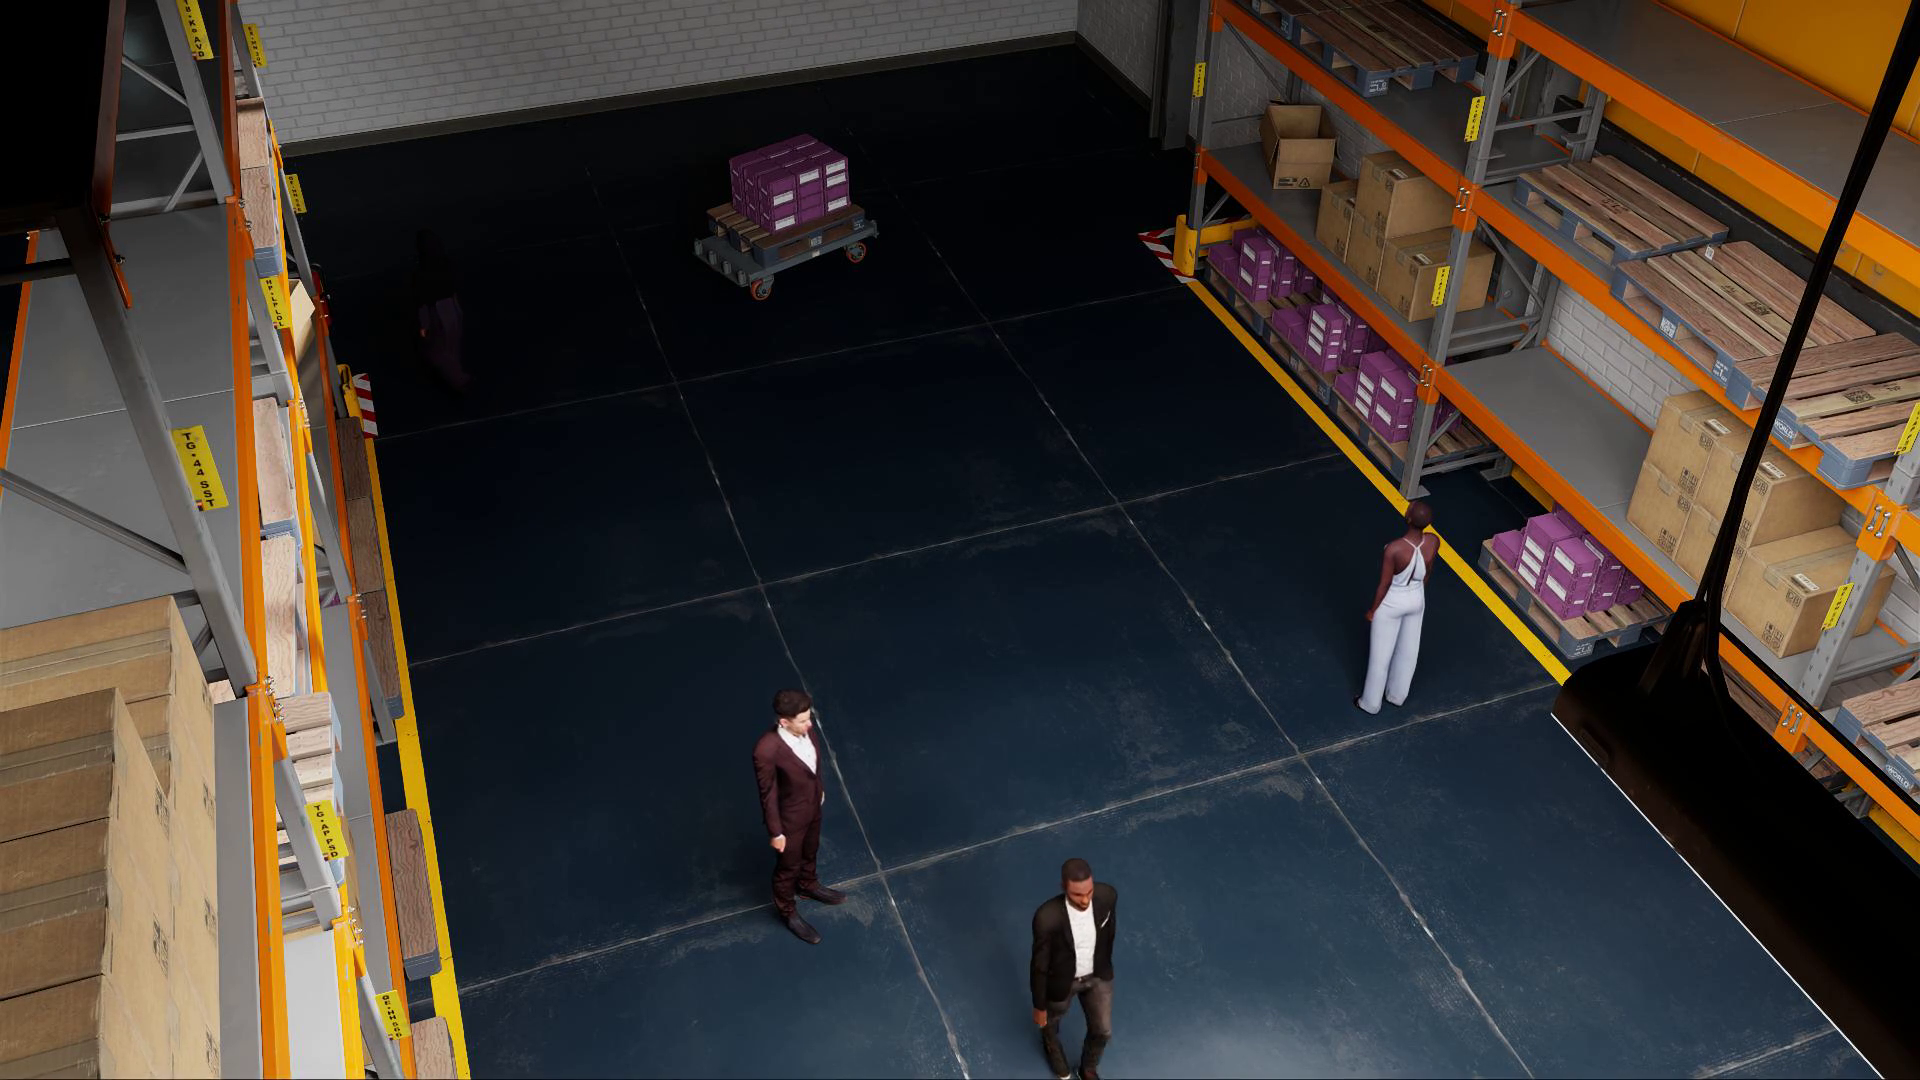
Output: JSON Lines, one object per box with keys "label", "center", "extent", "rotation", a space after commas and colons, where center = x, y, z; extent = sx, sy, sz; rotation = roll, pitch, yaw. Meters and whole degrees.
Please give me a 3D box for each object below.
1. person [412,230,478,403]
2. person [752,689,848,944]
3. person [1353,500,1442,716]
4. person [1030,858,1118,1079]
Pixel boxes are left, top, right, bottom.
{"label": "person", "center": [-4.416, -1.889, 14.238], "extent": [0.932, 1.608, 0.838], "rotation": [24, 44, 27]}
{"label": "person", "center": [-0.970, 1.558, 9.714], "extent": [0.830, 1.865, 0.774], "rotation": [17, 42, 20]}
{"label": "person", "center": [2.949, 0.459, 11.157], "extent": [0.576, 1.784, 0.483], "rotation": [-15, 41, -18]}
{"label": "person", "center": [0.558, 2.261, 8.899], "extent": [0.725, 1.785, 0.797], "rotation": [-16, 41, -19]}
